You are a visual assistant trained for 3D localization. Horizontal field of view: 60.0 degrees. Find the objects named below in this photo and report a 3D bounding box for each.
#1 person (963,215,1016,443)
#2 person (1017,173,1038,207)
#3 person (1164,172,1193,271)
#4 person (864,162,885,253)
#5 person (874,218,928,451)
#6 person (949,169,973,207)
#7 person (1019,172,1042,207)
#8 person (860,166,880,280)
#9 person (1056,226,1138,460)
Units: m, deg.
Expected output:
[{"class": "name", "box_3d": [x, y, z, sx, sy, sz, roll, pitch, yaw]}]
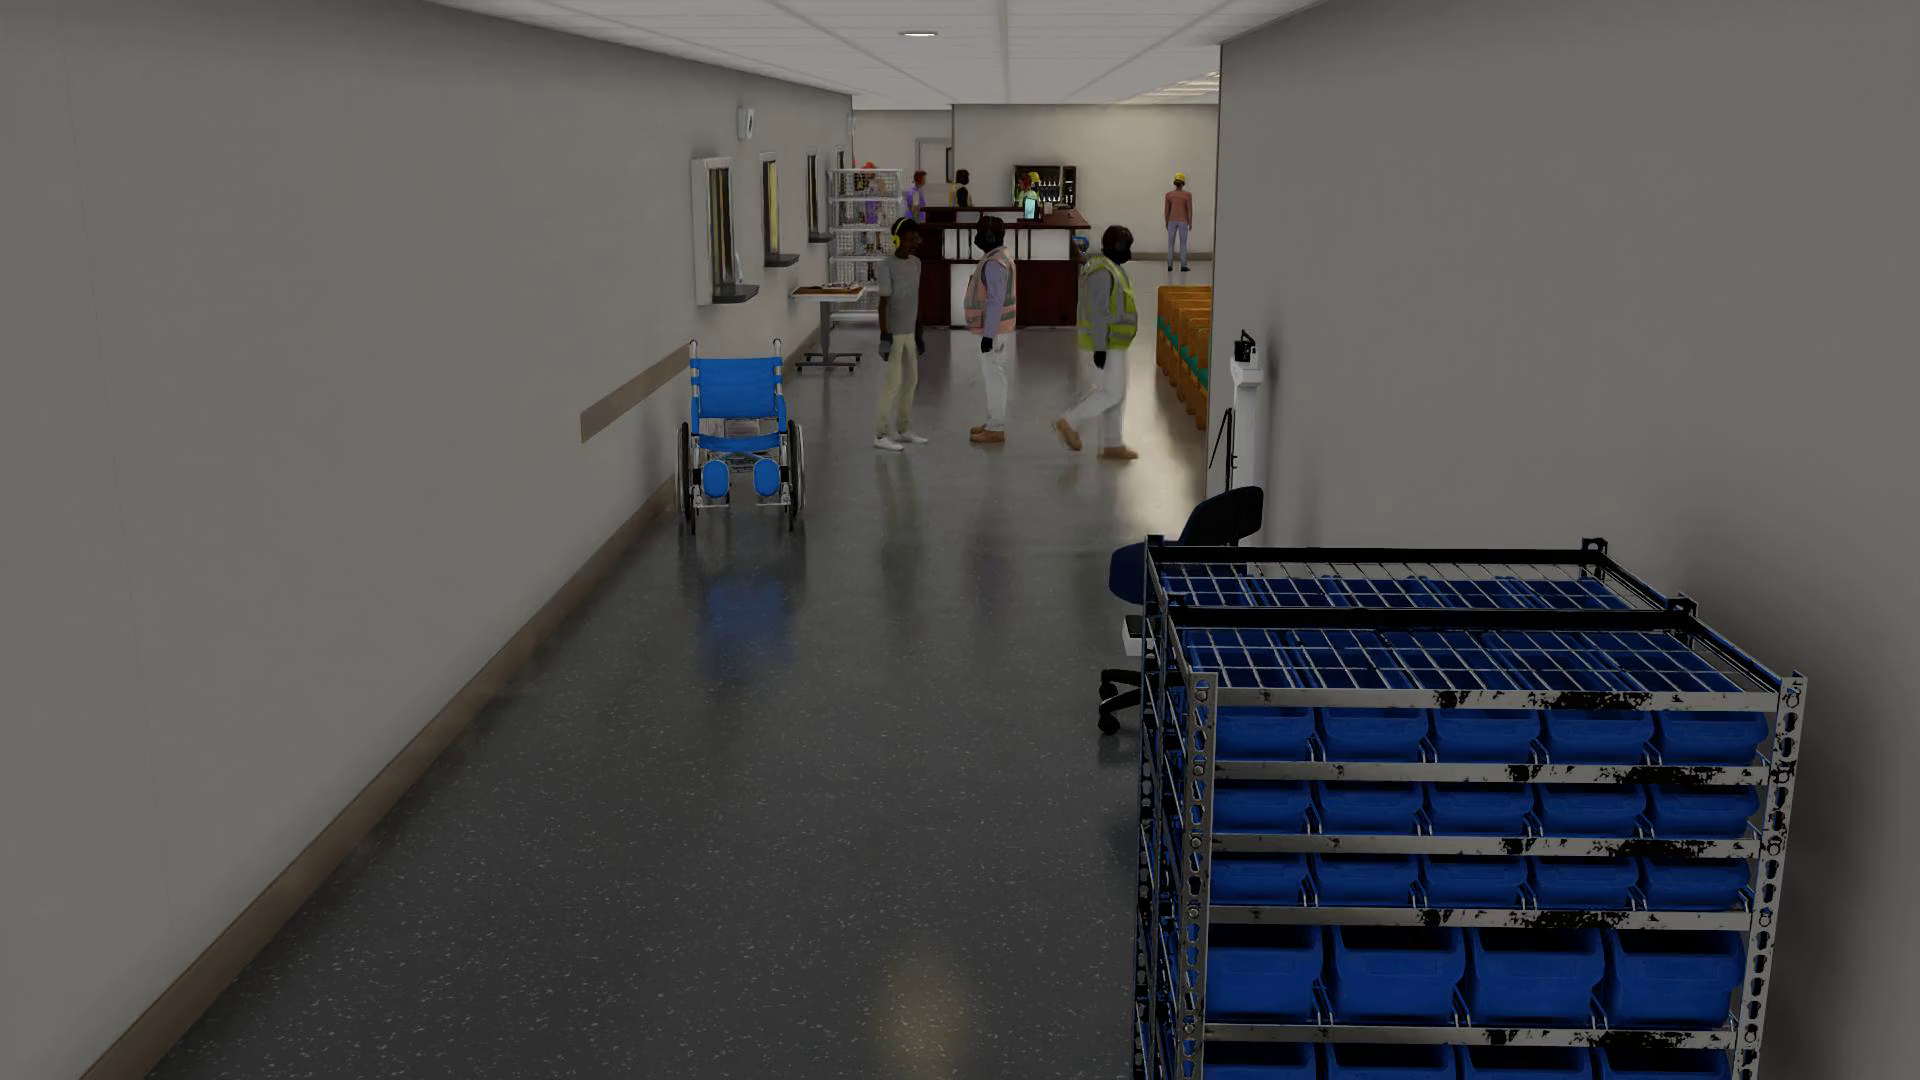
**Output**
[{"class": "person", "box_3d": [0.244, -1.723, 13.633, 0.429, 1.844, 0.623, 1, 14, 4]}, {"class": "person", "box_3d": [1.104, -5.011, 26.984, 0.390, 1.838, 0.564, 2, 14, 8]}, {"class": "person", "box_3d": [3.971, -5.772, 30.218, 0.527, 1.772, 0.305, 6, 15, 23]}, {"class": "person", "box_3d": [-1.835, -6.680, 33.663, 0.571, 1.878, 1.012, 8, 16, 29]}, {"class": "person", "box_3d": [-0.463, -1.646, 13.322, 0.366, 1.846, 0.531, 8, 16, 31]}, {"class": "person", "box_3d": [0.014, -5.737, 29.926, 0.430, 1.842, 0.631, -3, 14, -13]}, {"class": "person", "box_3d": [1.211, -5.391, 28.564, 0.403, 1.825, 0.587, -4, 14, -17]}, {"class": "person", "box_3d": [-1.602, -5.335, 28.098, 0.552, 1.932, 0.379, -5, 15, -19]}, {"class": "person", "box_3d": [1.103, -1.513, 12.848, 0.542, 1.807, 0.644, 5, 15, 19]}]
